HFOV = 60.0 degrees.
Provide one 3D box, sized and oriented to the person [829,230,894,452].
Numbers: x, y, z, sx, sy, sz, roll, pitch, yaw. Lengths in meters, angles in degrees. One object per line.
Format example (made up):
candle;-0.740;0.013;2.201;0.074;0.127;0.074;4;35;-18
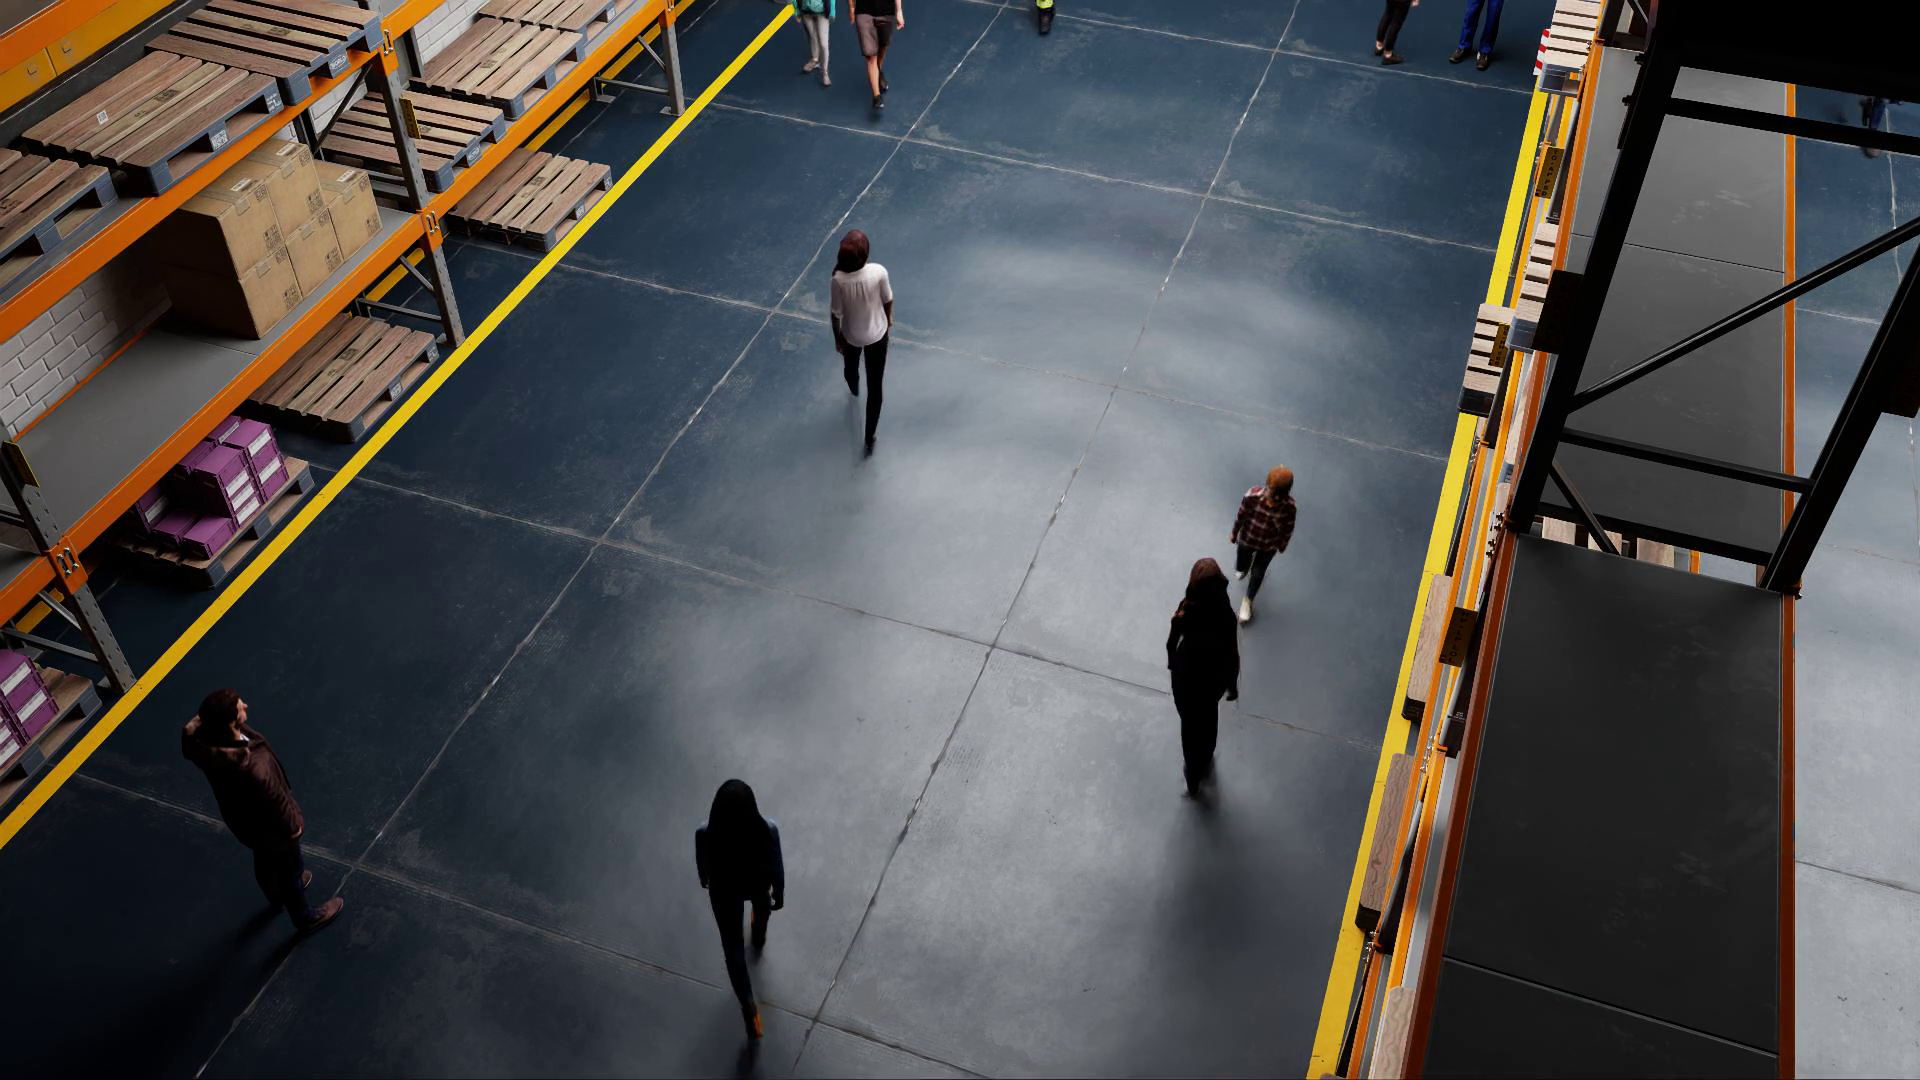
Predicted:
person;-0.696;-1.414;12.220;0.887;1.757;1.147;-1;44;-1

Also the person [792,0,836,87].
person;-1.452;-5.291;16.492;0.678;1.478;0.800;6;44;6

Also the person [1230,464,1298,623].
person;2.021;-0.060;11.139;0.571;1.288;0.741;16;46;16

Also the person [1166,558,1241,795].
person;1.420;0.891;9.828;0.713;1.719;0.782;4;44;4

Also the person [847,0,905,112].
person;-0.819;-5.162;16.119;1.065;1.806;1.304;-7;44;-7

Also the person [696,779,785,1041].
person;-1.148;1.920;8.781;1.031;1.674;1.233;-10;44;-10

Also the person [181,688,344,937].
person;-3.841;1.492;9.109;0.830;1.842;0.786;30;51;28

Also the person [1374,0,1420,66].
person;4.403;-5.513;16.726;0.742;1.476;0.666;-14;45;-14

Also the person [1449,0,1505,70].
person;5.314;-5.655;16.577;0.723;1.889;0.690;23;48;22
